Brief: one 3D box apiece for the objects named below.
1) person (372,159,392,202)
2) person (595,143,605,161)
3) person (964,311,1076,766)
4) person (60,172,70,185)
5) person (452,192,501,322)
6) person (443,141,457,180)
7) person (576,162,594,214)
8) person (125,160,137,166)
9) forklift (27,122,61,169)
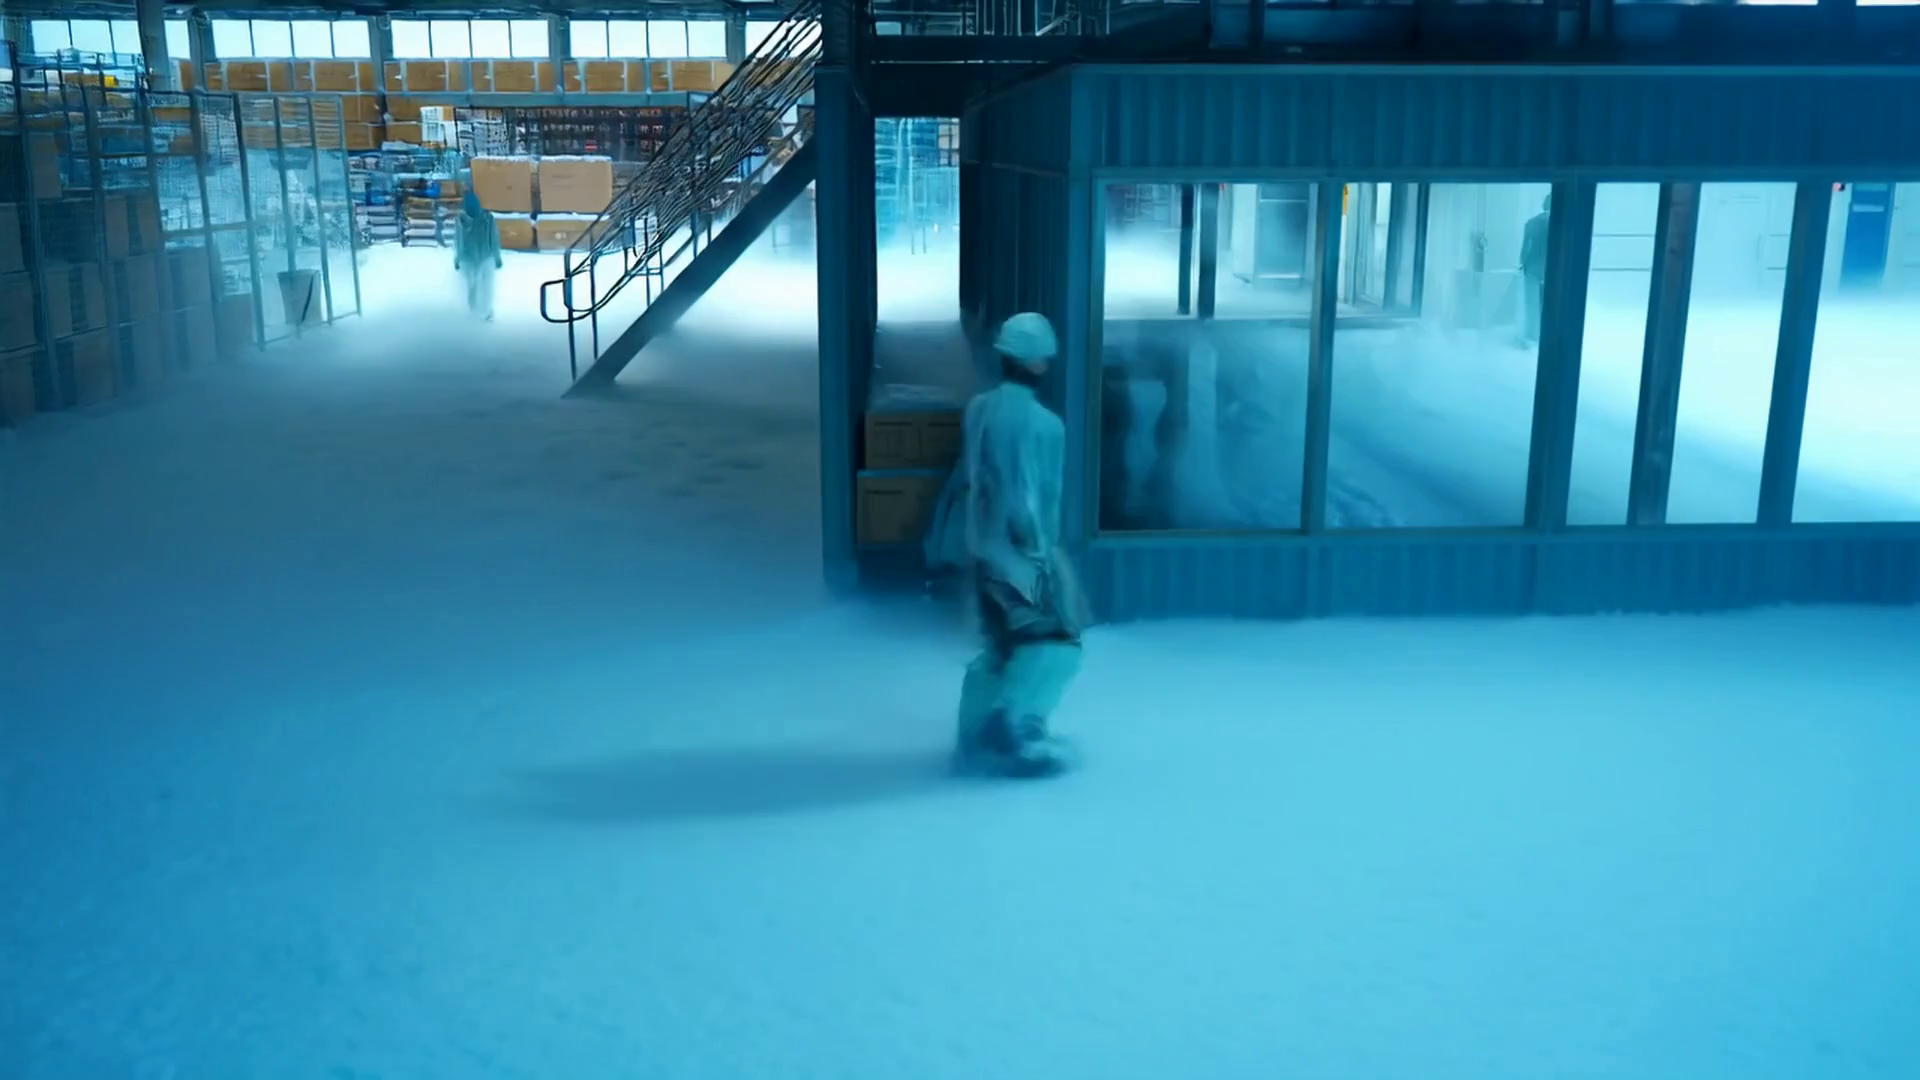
[{"bbox_3d":[-15.400,-9.229,44.374,0.541,1.817,0.978,-2,14,-7],"label":"person"},{"bbox_3d":[-18.398,-19.531,85.260,0.901,1.952,0.627,11,18,37],"label":"person"},{"bbox_3d":[0.252,0.019,7.097,0.424,1.979,0.620,-12,19,-40],"label":"person"},{"bbox_3d":[-20.485,-7.638,37.564,0.688,2.000,0.536,-1,14,-4],"label":"person"},{"bbox_3d":[-6.822,-3.999,23.468,0.656,1.820,0.616,-6,15,-23],"label":"person"},{"bbox_3d":[-25.100,-18.665,81.910,0.643,1.909,0.410,0,14,1],"label":"person"},{"bbox_3d":[-10.407,-9.675,46.305,0.552,1.737,0.548,3,14,12],"label":"person"},{"bbox_3d":[-34.892,-15.565,70.071,0.271,1.632,0.508,13,19,41],"label":"person"},{"bbox_3d":[-35.376,-14.773,64.377,1.129,2.768,1.873,-1,14,-2],"label":"forklift"}]
